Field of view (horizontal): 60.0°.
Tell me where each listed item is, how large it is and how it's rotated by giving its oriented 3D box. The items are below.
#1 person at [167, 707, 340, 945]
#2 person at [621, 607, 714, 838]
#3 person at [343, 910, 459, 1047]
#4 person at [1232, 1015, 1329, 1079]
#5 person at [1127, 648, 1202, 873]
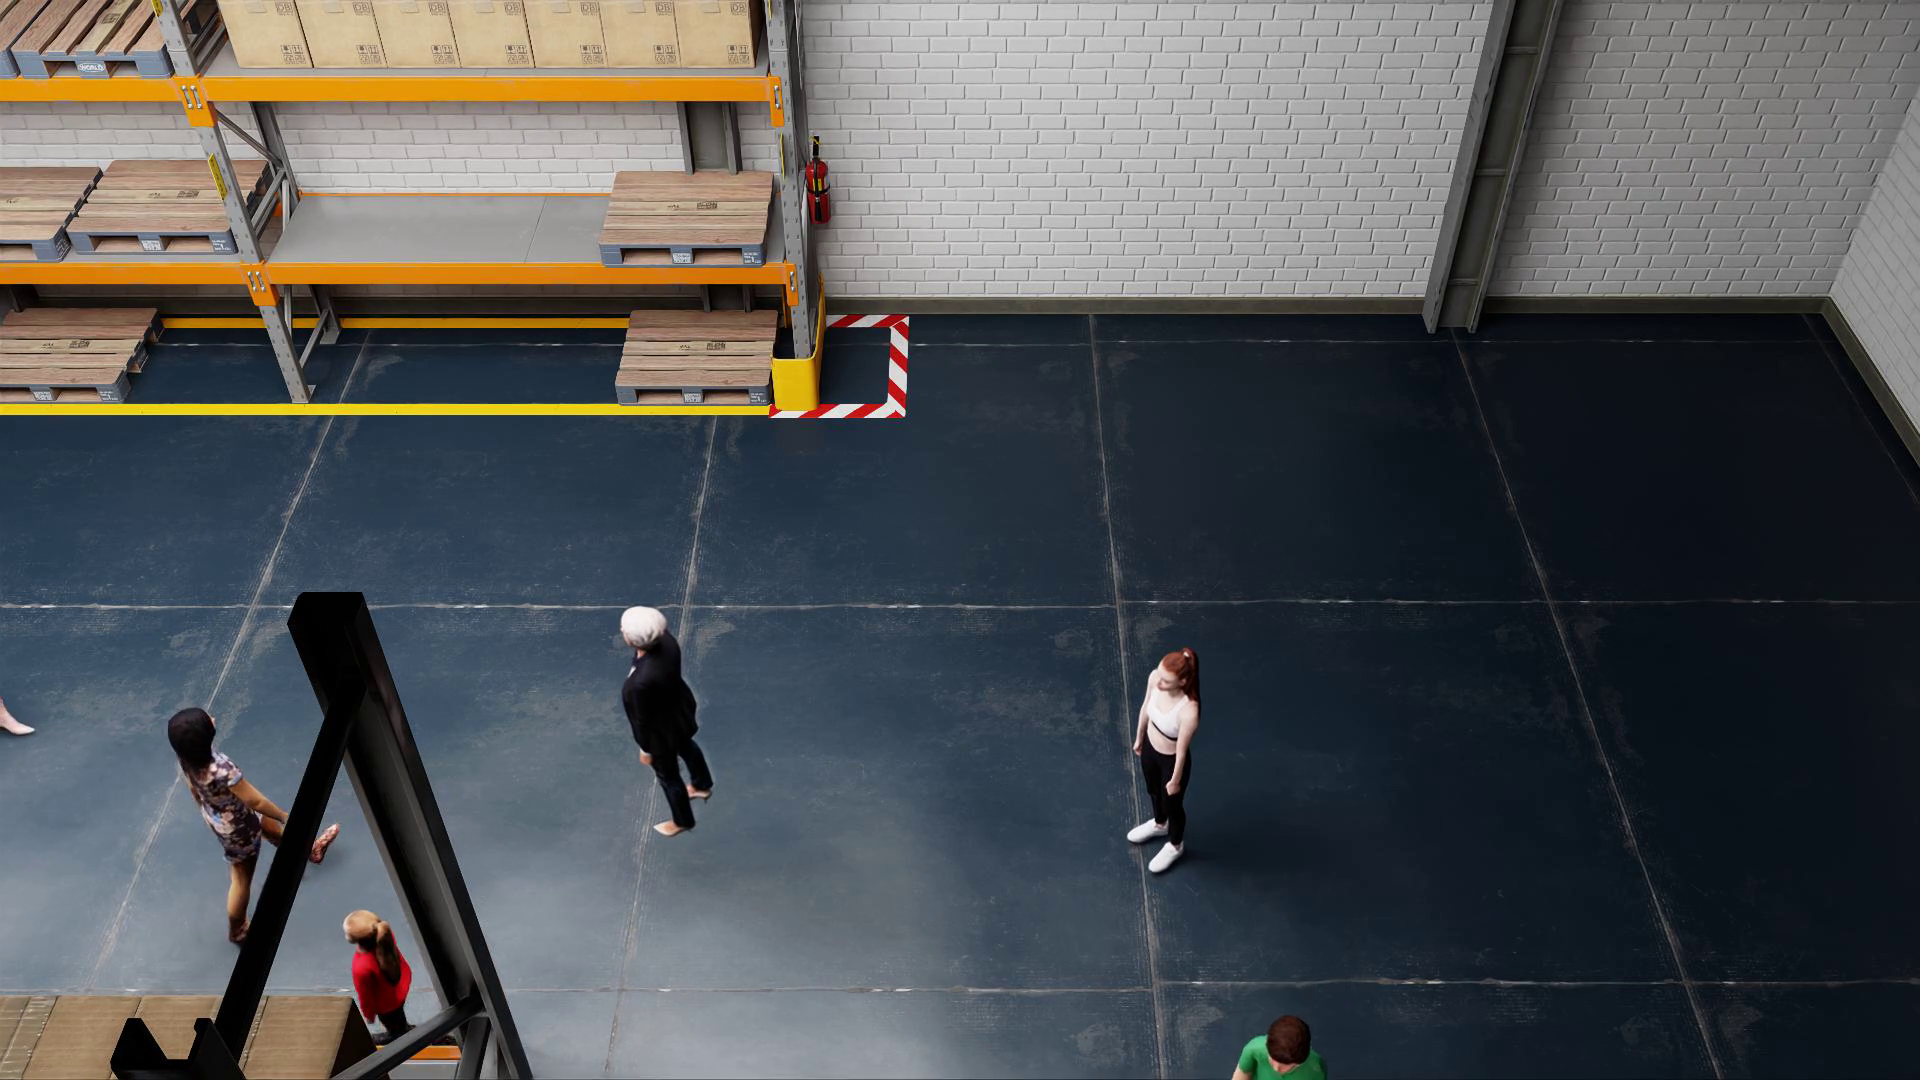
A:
[{"bbox_3d":[-4.025,1.604,9.091,1.088,1.689,1.081,29,51,27],"label":"person"},{"bbox_3d":[-1.582,0.944,8.958,0.650,1.779,0.757,7,44,8],"label":"person"},{"bbox_3d":[-2.918,2.348,8.616,0.816,1.266,0.477,1,44,1],"label":"person"},{"bbox_3d":[1.528,2.672,8.031,1.153,1.605,0.998,20,47,19],"label":"person"},{"bbox_3d":[1.179,1.230,9.448,0.659,1.737,0.654,-20,47,-19],"label":"person"}]
